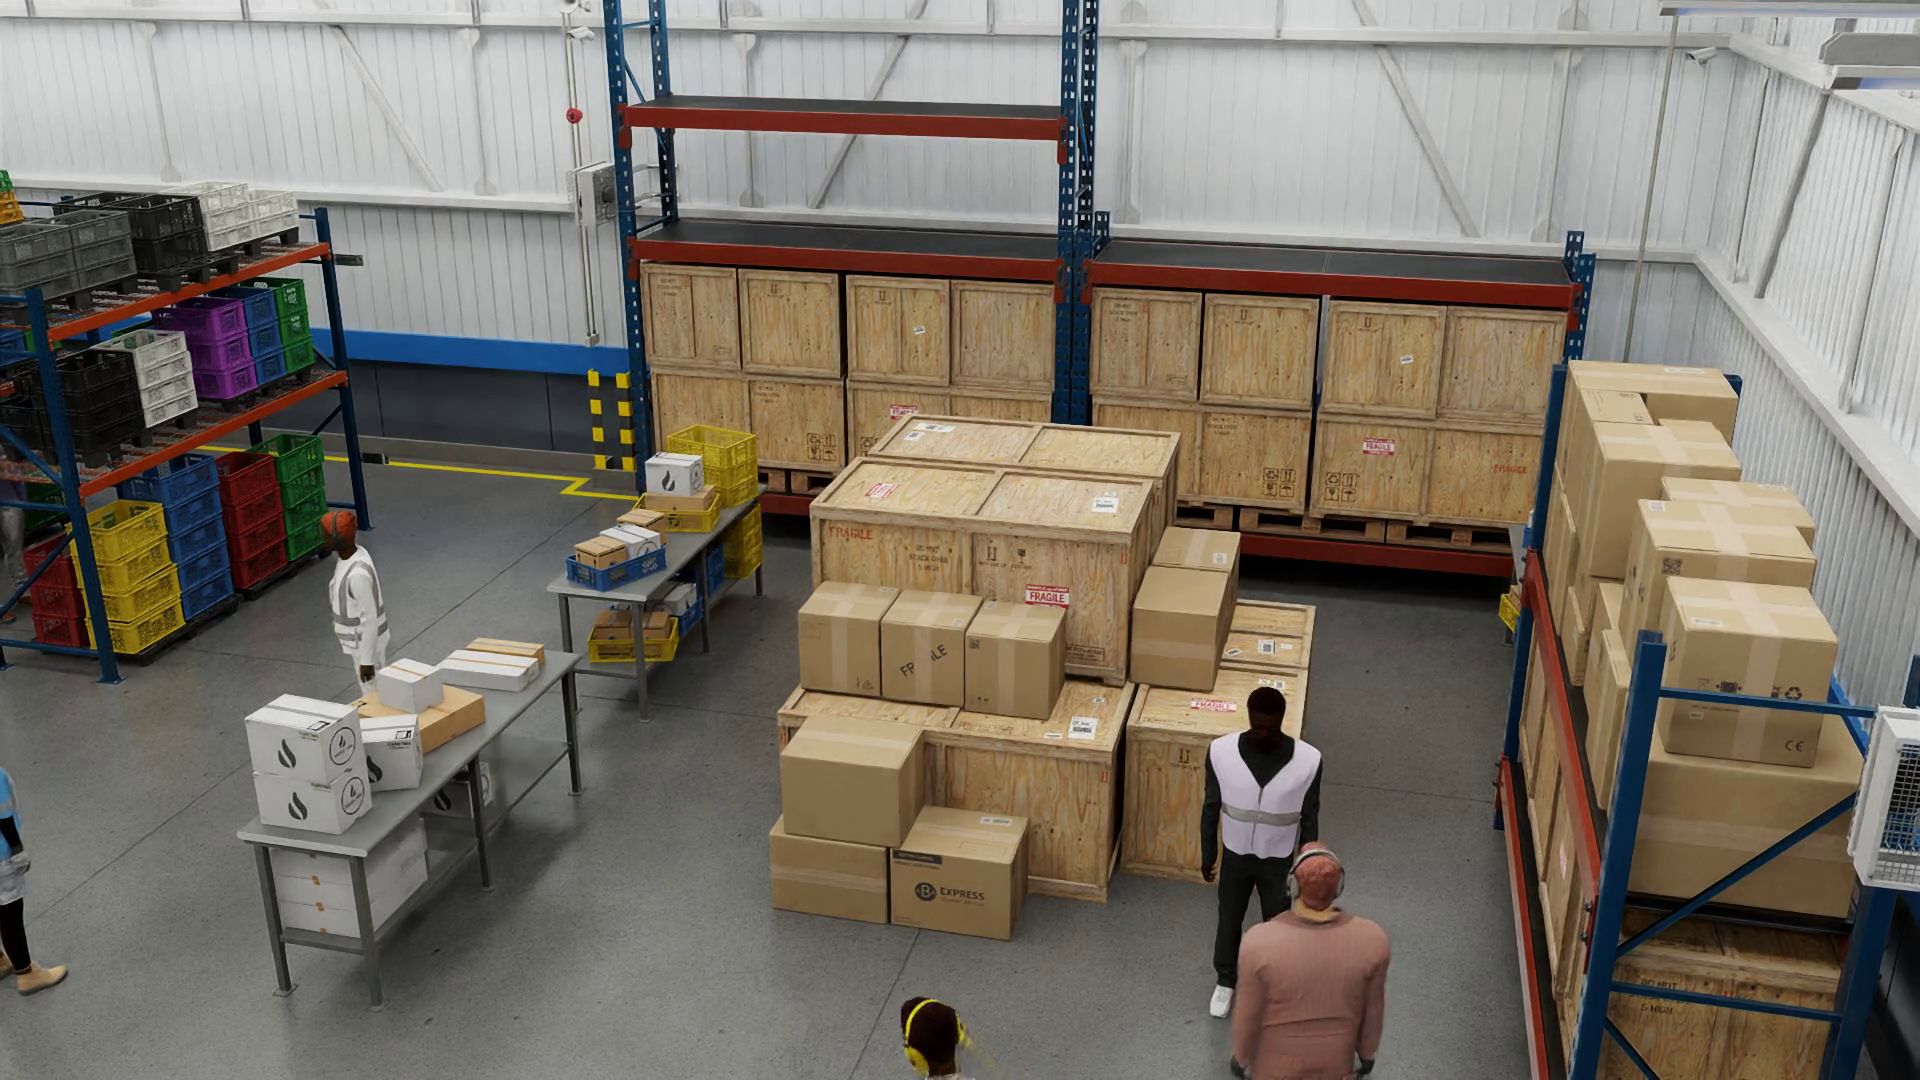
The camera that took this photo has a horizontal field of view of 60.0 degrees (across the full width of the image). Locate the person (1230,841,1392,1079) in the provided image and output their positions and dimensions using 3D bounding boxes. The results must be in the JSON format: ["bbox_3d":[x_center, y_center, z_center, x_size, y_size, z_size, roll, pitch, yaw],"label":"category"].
[{"bbox_3d":[1.468,2.152,7.107,0.651,1.904,0.403,-2,21,-4],"label":"person"}]

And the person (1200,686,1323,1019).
[{"bbox_3d":[1.528,1.598,8.554,0.592,1.912,0.385,4,21,11],"label":"person"}]

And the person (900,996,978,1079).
[{"bbox_3d":[-0.044,2.557,6.147,0.533,1.829,0.582,-3,21,-8],"label":"person"}]

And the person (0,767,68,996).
[{"bbox_3d":[-5.133,1.617,8.798,0.533,1.692,0.322,12,24,28],"label":"person"}]

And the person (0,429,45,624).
[{"bbox_3d":[-7.835,-0.285,13.444,0.371,1.933,0.634,10,23,23],"label":"person"}]

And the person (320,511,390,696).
[{"bbox_3d":[-3.946,0.686,10.971,0.362,1.883,0.575,-9,23,-23],"label":"person"}]
